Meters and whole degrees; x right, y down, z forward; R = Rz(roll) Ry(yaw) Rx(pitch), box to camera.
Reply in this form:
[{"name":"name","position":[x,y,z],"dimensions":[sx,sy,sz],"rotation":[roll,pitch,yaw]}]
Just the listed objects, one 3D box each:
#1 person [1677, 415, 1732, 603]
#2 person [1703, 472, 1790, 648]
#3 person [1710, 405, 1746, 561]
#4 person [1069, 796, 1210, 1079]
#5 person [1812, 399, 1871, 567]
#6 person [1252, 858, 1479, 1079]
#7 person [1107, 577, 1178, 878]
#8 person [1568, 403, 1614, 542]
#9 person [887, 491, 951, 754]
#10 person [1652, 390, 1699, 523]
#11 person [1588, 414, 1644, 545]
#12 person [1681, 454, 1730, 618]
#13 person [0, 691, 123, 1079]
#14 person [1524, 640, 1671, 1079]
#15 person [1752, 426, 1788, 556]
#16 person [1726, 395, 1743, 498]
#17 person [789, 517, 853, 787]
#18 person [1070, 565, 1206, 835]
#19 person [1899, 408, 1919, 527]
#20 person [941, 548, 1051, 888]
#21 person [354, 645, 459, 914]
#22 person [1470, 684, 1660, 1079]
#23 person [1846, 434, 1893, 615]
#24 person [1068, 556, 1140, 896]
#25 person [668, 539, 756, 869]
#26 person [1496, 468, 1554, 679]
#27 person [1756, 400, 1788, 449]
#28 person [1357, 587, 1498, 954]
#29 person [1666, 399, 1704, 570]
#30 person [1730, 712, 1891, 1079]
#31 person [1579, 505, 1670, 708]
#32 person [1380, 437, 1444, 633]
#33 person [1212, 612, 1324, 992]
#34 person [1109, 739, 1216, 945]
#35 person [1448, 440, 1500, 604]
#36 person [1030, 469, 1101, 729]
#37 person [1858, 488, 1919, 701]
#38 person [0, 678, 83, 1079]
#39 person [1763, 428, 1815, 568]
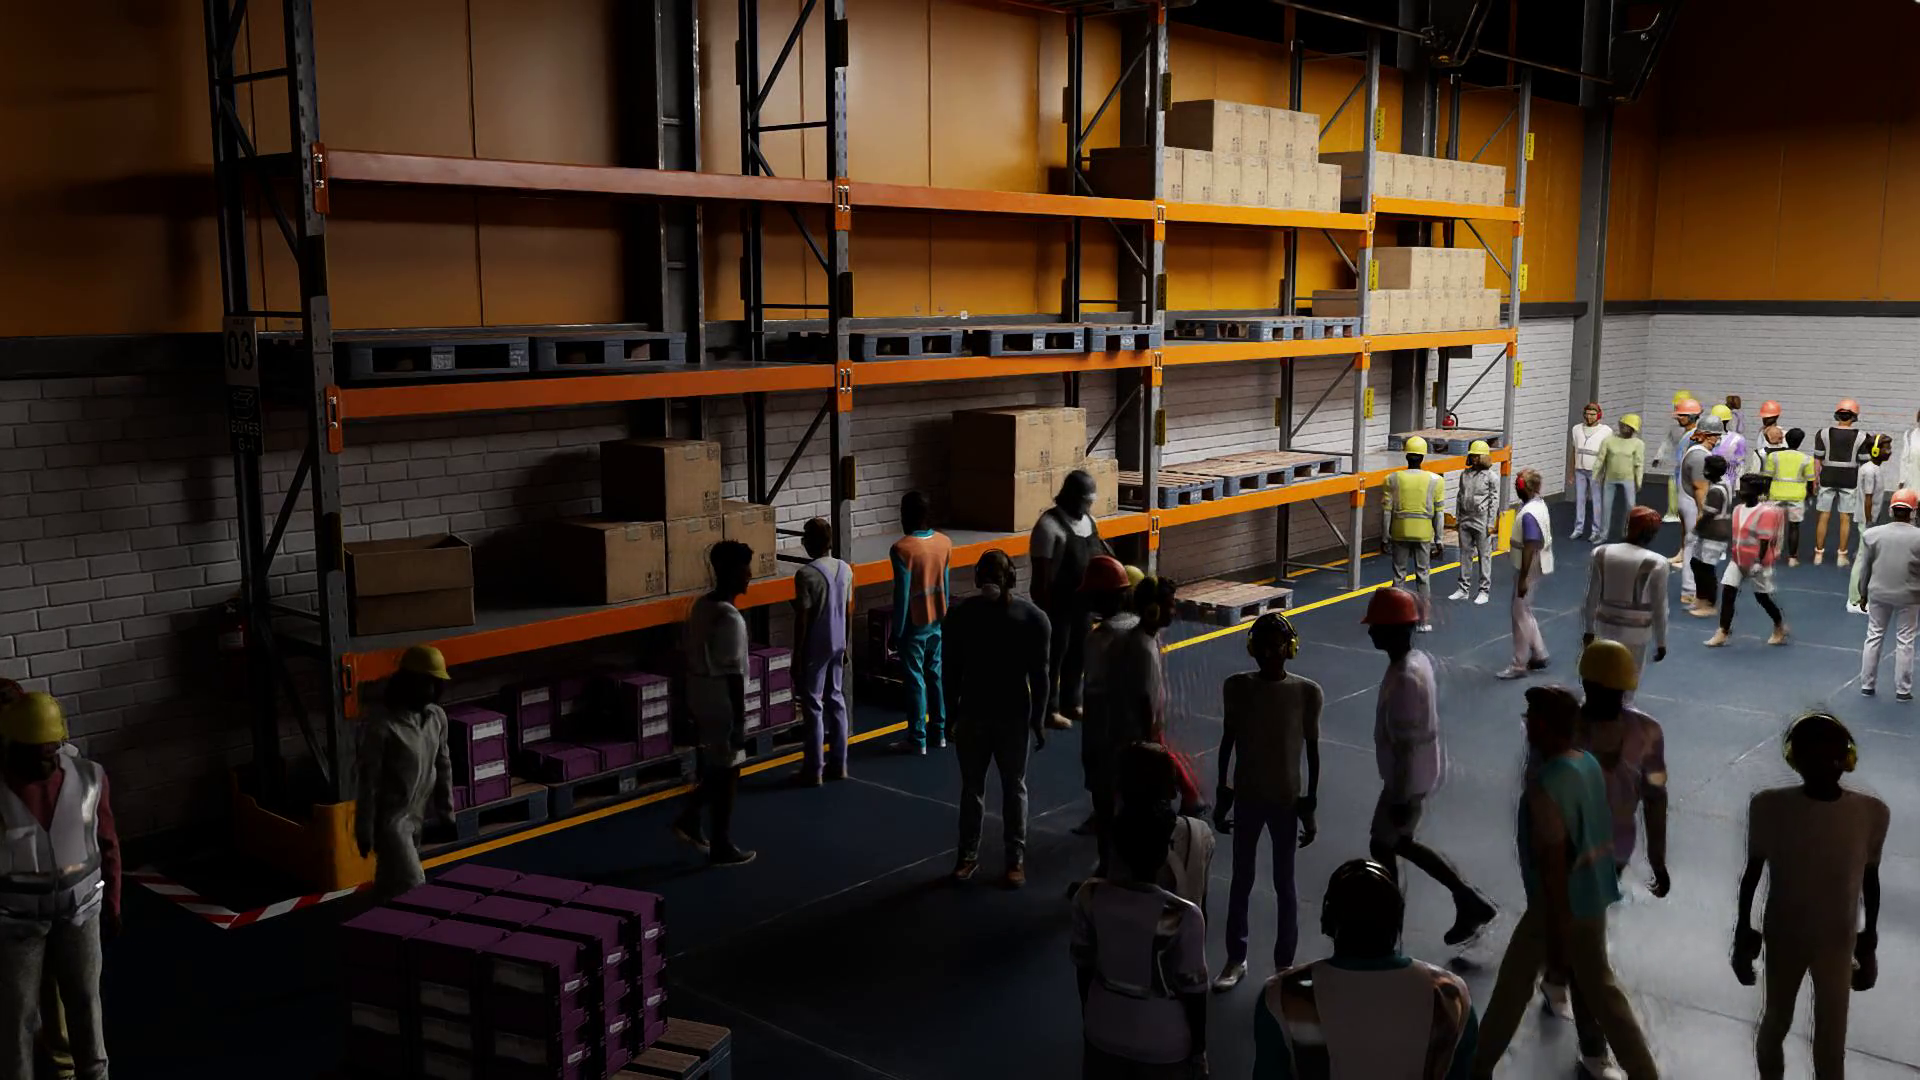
[{"name":"person","position":[7.946,-0.338,17.755],"dimensions":[0.535,2.000,0.684],"rotation":[3,9,19]},{"name":"person","position":[7.435,0.190,15.563],"dimensions":[0.803,1.664,0.533],"rotation":[-3,9,-19]},{"name":"person","position":[9.334,-0.704,20.496],"dimensions":[0.588,1.923,0.383],"rotation":[8,12,43]},{"name":"person","position":[0.621,1.705,5.685],"dimensions":[0.532,1.698,0.319],"rotation":[7,11,36]},{"name":"person","position":[10.601,-0.688,20.054],"dimensions":[0.613,2.033,0.410],"rotation":[5,10,30]},{"name":"person","position":[1.105,1.791,4.665],"dimensions":[0.627,1.843,0.429],"rotation":[0,9,-2]},{"name":"person","position":[0.968,1.103,9.099],"dimensions":[0.445,1.843,0.550],"rotation":[0,9,-2]},{"name":"person","position":[8.357,-0.899,22.041],"dimensions":[0.393,1.836,0.560],"rotation":[-7,12,-40]},{"name":"person","position":[-0.287,0.600,12.105],"dimensions":[0.375,1.915,0.598],"rotation":[7,11,38]},{"name":"person","position":[10.116,-1.161,23.473],"dimensions":[0.646,1.902,0.614],"rotation":[0,9,1]},{"name":"person","position":[8.498,-0.777,21.573],"dimensions":[0.669,1.743,0.355],"rotation":[3,9,21]},{"name":"person","position":[7.593,-0.044,16.971],"dimensions":[0.467,1.683,0.550],"rotation":[3,9,21]},{"name":"person","position":[-3.665,1.491,6.663],"dimensions":[0.594,1.824,0.403],"rotation":[-8,12,-43]},{"name":"person","position":[2.814,1.349,7.429],"dimensions":[0.596,1.885,0.967],"rotation":[-1,9,-6]},{"name":"person","position":[10.119,-0.602,20.759],"dimensions":[0.513,1.638,0.307],"rotation":[0,9,1]},{"name":"person","position":[12.281,-1.486,26.458],"dimensions":[0.310,1.636,0.523],"rotation":[6,10,32]},{"name":"person","position":[-0.944,0.760,11.350],"dimensions":[0.349,1.836,0.517],"rotation":[7,11,39]},{"name":"person","position":[1.154,0.984,10.323],"dimensions":[0.888,1.705,0.542],"rotation":[-2,9,-10]},{"name":"person","position":[12.171,-0.761,21.012],"dimensions":[0.352,1.880,0.577],"rotation":[-6,11,-36]},{"name":"person","position":[0.197,1.004,9.428],"dimensions":[0.627,1.941,0.373],"rotation":[2,9,13]},{"name":"person","position":[-2.619,1.349,7.963],"dimensions":[0.798,1.692,0.509],"rotation":[3,9,17]},{"name":"person","position":[2.474,1.489,6.814],"dimensions":[1.012,1.784,0.584],"rotation":[8,12,42]},{"name":"person","position":[9.415,-0.166,17.204],"dimensions":[0.310,1.868,0.532],"rotation":[5,10,28]},{"name":"person","position":[0.820,1.043,9.219],"dimensions":[0.385,1.929,0.543],"rotation":[7,11,38]},{"name":"person","position":[-1.398,0.957,9.688],"dimensions":[0.439,1.950,0.648],"rotation":[-5,10,-28]},{"name":"person","position":[4.943,0.292,14.398],"dimensions":[0.382,1.827,0.684],"rotation":[3,9,19]},{"name":"person","position":[10.326,-0.826,21.286],"dimensions":[0.390,1.926,0.556],"rotation":[-1,9,-9]},{"name":"person","position":[2.322,1.182,8.392],"dimensions":[0.677,1.911,0.585],"rotation":[3,9,21]},{"name":"person","position":[8.659,-0.662,19.842],"dimensions":[0.397,2.043,0.610],"rotation":[2,9,10]},{"name":"person","position":[3.279,1.531,6.444],"dimensions":[0.536,1.819,0.961],"rotation":[3,9,21]},{"name":"person","position":[4.724,0.670,11.879],"dimensions":[0.554,1.859,0.620],"rotation":[-7,11,-37]},{"name":"person","position":[4.413,-0.049,16.257],"dimensions":[0.594,1.924,0.382],"rotation":[2,9,12]},{"name":"person","position":[1.468,1.262,7.984],"dimensions":[0.512,1.872,0.328],"rotation":[3,9,19]},{"name":"person","position":[0.679,1.606,5.871],"dimensions":[0.343,1.839,0.506],"rotation":[9,12,44]},{"name":"person","position":[5.506,-0.195,17.787],"dimensions":[0.289,1.746,0.487],"rotation":[-7,11,-40]},{"name":"person","position":[0.854,0.431,12.795],"dimensions":[0.537,2.000,0.704],"rotation":[8,12,41]},{"name":"person","position":[7.690,0.445,13.663],"dimensions":[0.566,1.744,0.350],"rotation":[8,12,41]},{"name":"person","position":[-3.877,1.455,6.828],"dimensions":[0.570,1.840,0.372],"rotation":[-5,10,-28]},{"name":"person","position":[9.944,-0.505,19.967],"dimensions":[0.554,1.686,0.323],"rotation":[6,10,32]}]
